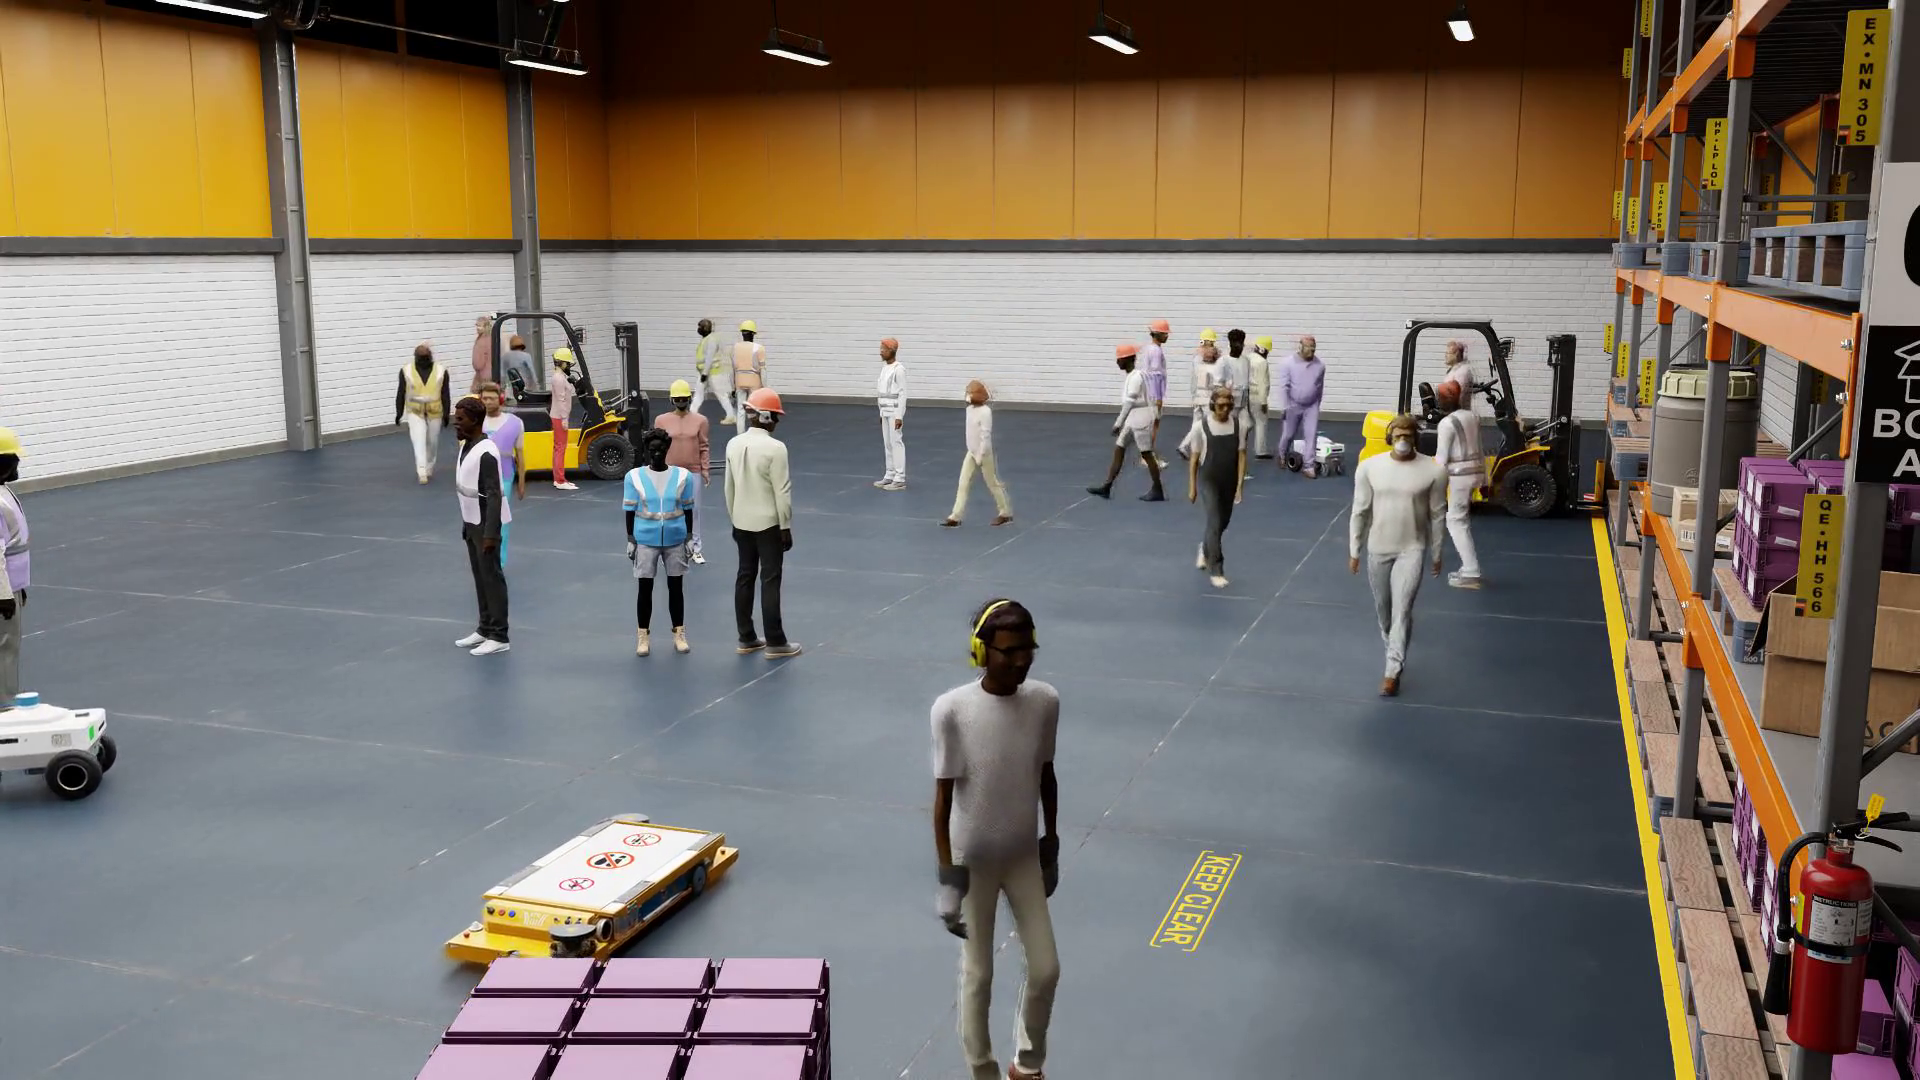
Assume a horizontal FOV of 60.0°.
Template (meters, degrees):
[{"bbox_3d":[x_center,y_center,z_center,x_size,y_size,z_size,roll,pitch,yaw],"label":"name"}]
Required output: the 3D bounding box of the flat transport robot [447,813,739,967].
[{"bbox_3d":[-1.618,1.573,7.545,0.652,0.197,1.431,3,11,19],"label":"flat transport robot"}]

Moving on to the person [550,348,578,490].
[{"bbox_3d":[-4.935,-1.504,20.688,0.327,1.760,0.524,-3,11,-18],"label":"person"}]

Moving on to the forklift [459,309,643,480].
[{"bbox_3d":[-5.354,-1.902,21.697,2.313,2.155,1.214,-2,10,-13],"label":"forklift"}]

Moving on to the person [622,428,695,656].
[{"bbox_3d":[-2.222,0.011,12.330,0.536,1.697,0.318,-3,11,-17],"label":"person"}]

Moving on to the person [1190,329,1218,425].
[{"bbox_3d":[3.546,-2.146,24.109,0.404,1.828,0.591,3,11,18],"label":"person"}]

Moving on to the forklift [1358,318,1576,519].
[{"bbox_3d":[5.787,-1.437,19.079,2.313,2.155,1.214,3,11,19],"label":"forklift"}]

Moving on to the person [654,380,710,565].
[{"bbox_3d":[-2.633,-0.640,15.795,0.524,1.769,0.314,-3,10,-15],"label":"person"}]

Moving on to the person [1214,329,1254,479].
[{"bbox_3d":[3.586,-1.757,21.574,0.681,1.959,0.458,-7,12,-34],"label":"person"}]

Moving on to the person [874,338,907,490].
[{"bbox_3d":[-0.854,-1.559,20.656,0.343,1.877,0.586,-5,11,-24],"label":"person"}]

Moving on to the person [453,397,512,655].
[{"bbox_3d":[-3.555,-0.110,12.383,0.398,1.920,0.588,-6,12,-30],"label":"person"}]

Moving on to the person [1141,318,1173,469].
[{"bbox_3d":[2.687,-1.995,22.655,0.396,2.038,0.614,-1,10,-4],"label":"person"}]

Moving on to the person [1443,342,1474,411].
[{"bbox_3d":[5.954,-1.487,20.318,1.023,1.851,0.657,1,10,4],"label":"person"}]

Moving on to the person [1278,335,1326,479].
[{"bbox_3d":[4.477,-1.779,21.911,0.637,1.873,0.863,-1,10,-4],"label":"person"}]

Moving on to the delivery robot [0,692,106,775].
[{"bbox_3d":[-5.138,1.089,9.206,0.707,0.478,0.477,-3,11,-17],"label":"delivery robot"}]

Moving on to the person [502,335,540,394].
[{"bbox_3d":[-7.036,-2.487,26.699,0.558,1.578,0.878,3,11,18],"label":"person"}]

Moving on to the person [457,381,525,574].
[{"bbox_3d":[-4.255,-0.555,15.195,0.586,1.819,0.854,-1,10,-4],"label":"person"}]

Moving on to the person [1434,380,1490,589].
[{"bbox_3d":[4.425,-0.486,14.682,0.518,1.848,0.596,8,13,38],"label":"person"}]

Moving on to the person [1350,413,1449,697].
[{"bbox_3d":[3.032,0.056,11.501,0.636,1.903,0.997,4,11,24],"label":"person"}]

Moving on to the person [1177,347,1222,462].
[{"bbox_3d":[3.383,-1.883,23.214,0.521,1.619,0.561,-4,11,-24],"label":"person"}]

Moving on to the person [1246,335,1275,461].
[{"bbox_3d":[4.067,-1.992,23.345,0.673,1.796,0.636,-3,11,-17],"label":"person"}]

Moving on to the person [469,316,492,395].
[{"bbox_3d":[-7.788,-2.673,26.945,0.690,1.874,0.691,-7,12,-36],"label":"person"}]

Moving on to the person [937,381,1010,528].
[{"bbox_3d":[0.187,-0.913,17.829,0.852,1.583,0.516,-6,12,-29],"label":"person"}]

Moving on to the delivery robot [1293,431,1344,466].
[{"bbox_3d":[4.766,-1.200,22.099,0.477,0.478,0.707,-6,12,-31],"label":"delivery robot"}]

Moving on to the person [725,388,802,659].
[{"bbox_3d":[-1.459,-0.124,12.276,0.613,1.985,0.402,8,13,39],"label":"person"}]

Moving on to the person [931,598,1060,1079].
[{"bbox_3d":[0.131,1.115,5.653,0.537,1.860,0.414,-4,11,-23],"label":"person"}]

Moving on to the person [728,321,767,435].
[{"bbox_3d":[-3.120,-2.275,24.580,0.585,1.917,0.382,2,10,14],"label":"person"}]

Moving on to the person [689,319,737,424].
[{"bbox_3d":[-4.248,-2.823,28.038,1.015,1.785,0.640,-5,11,-27],"label":"person"}]

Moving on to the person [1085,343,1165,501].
[{"bbox_3d":[1.978,-1.383,19.662,1.004,1.874,0.553,-1,10,-6],"label":"person"}]

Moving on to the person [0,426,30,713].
[{"bbox_3d":[-5.900,0.256,10.292,0.359,1.930,0.587,-5,11,-25],"label":"person"}]

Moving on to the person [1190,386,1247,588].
[{"bbox_3d":[2.303,-0.523,15.079,0.497,1.802,0.926,-2,10,-10],"label":"person"}]

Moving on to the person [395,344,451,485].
[{"bbox_3d":[-6.913,-1.640,21.413,0.689,1.783,0.954,-4,11,-23],"label":"person"}]
